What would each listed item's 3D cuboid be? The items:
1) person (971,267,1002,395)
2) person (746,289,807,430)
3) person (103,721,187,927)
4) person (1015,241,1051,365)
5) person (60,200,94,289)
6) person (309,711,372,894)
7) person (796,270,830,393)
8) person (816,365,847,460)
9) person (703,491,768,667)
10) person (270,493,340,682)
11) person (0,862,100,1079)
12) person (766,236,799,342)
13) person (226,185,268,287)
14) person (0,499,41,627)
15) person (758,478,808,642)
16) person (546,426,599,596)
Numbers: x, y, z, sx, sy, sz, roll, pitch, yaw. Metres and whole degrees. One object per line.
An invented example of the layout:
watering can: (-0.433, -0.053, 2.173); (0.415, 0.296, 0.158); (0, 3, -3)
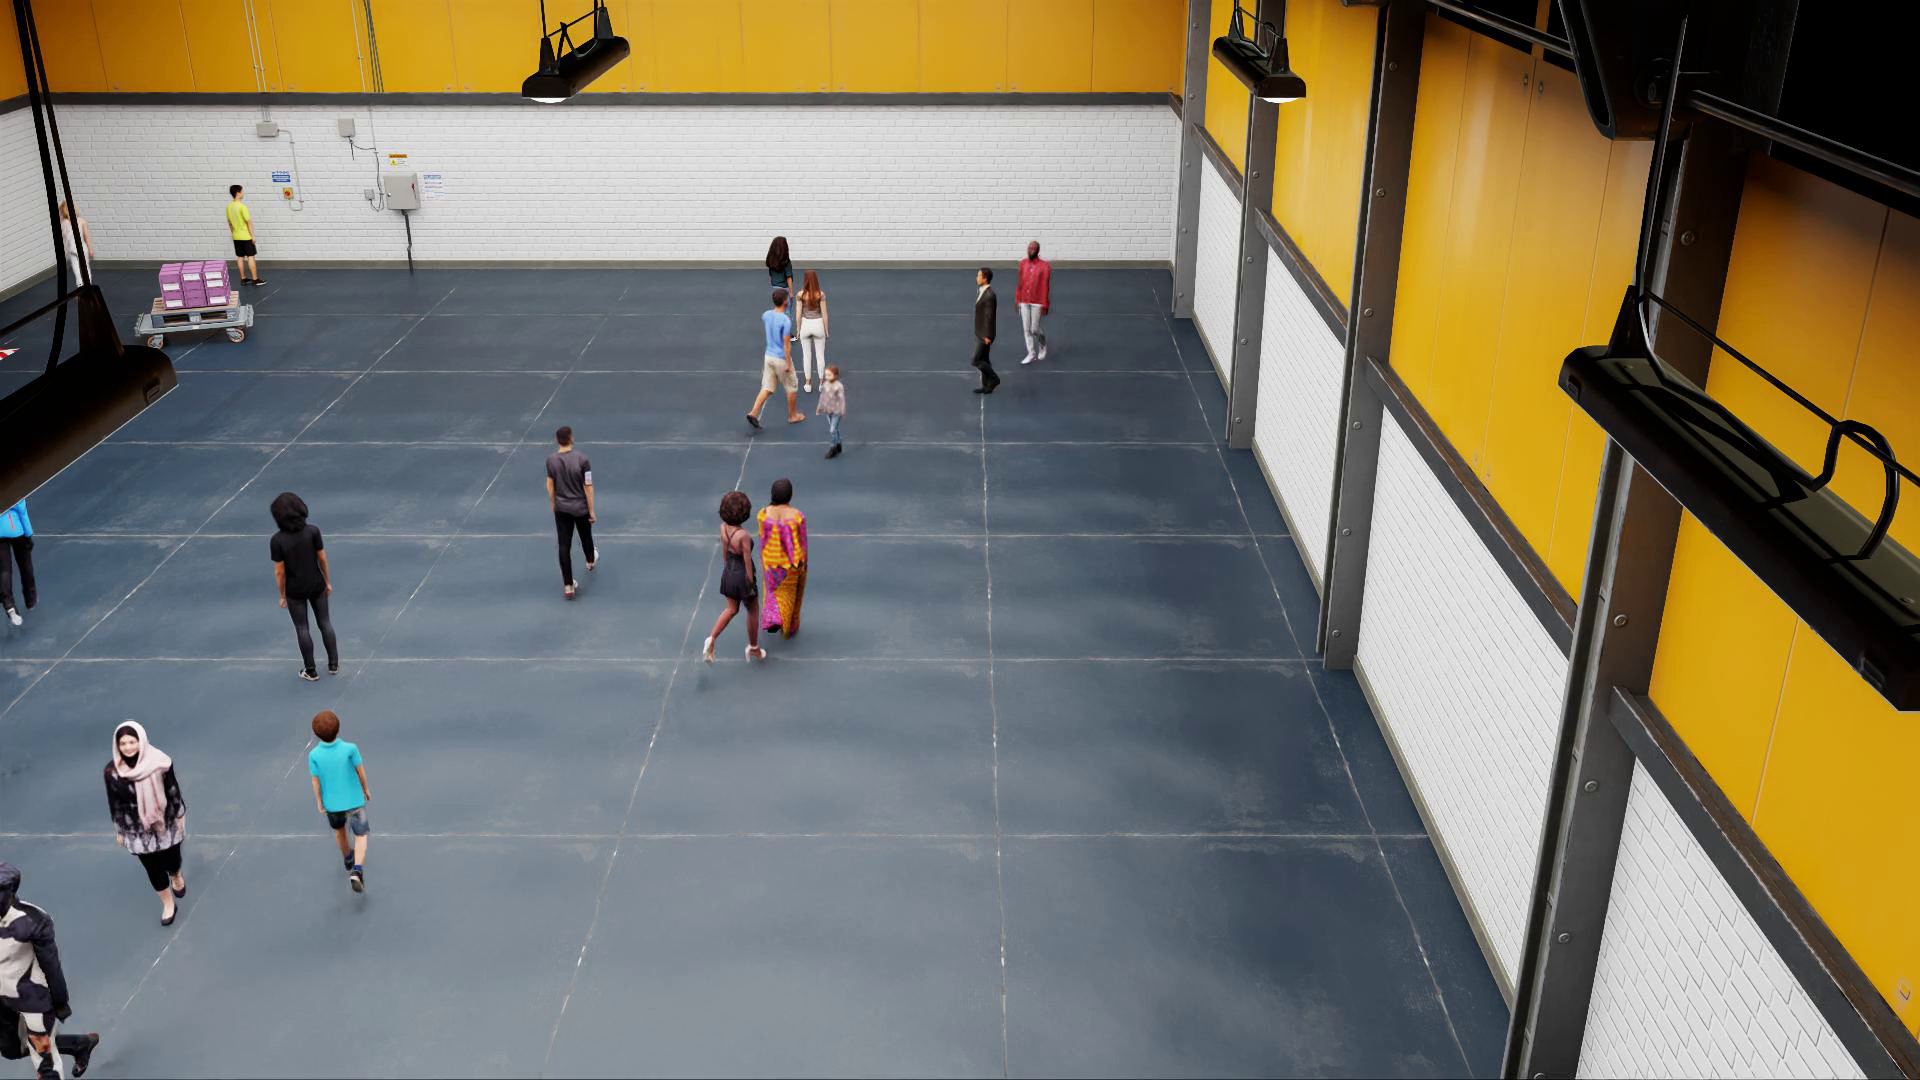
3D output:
person: (0.428, -2.866, 22.920); (0.814, 1.796, 0.644); (-4, 24, -8)
person: (-2.428, -2.336, 21.650); (1.080, 1.842, 1.228); (15, 28, 31)
person: (-5.845, 1.989, 12.026); (0.735, 1.627, 0.815); (-7, 25, -16)
person: (1.104, -3.504, 24.356); (0.835, 1.814, 0.893); (15, 28, 31)
person: (-14.580, -4.763, 27.449); (0.889, 1.645, 1.121); (-11, 26, -24)
person: (-4.591, 1.947, 12.366); (0.608, 1.431, 0.916); (-4, 24, -9)
person: (-2.054, -2.907, 23.103); (0.600, 1.724, 0.518); (-1, 24, -3)
person: (-1.555, -1.636, 20.872); (0.650, 1.183, 0.717); (18, 30, 36)
person: (-2.115, 0.422, 15.434); (0.935, 1.767, 1.025); (20, 31, 38)
person: (-6.048, 0.425, 15.348); (0.711, 1.831, 0.735); (-17, 29, -33)
person: (-5.574, 2.712, 10.051); (0.877, 1.883, 1.053); (8, 25, 18)
person: (-2.718, -3.834, 25.359); (0.711, 1.616, 0.751); (15, 28, 30)
person: (-12.238, -5.197, 28.365); (0.688, 1.706, 0.664); (9, 25, 19)
person: (-9.412, -0.007, 16.408); (0.890, 1.774, 1.164); (-9, 25, -20)
person: (-1.730, 0.201, 16.076); (0.676, 1.658, 0.794); (2, 24, 5)
person: (-4.018, -0.268, 17.080); (0.652, 1.713, 1.126); (0, 24, 1)
